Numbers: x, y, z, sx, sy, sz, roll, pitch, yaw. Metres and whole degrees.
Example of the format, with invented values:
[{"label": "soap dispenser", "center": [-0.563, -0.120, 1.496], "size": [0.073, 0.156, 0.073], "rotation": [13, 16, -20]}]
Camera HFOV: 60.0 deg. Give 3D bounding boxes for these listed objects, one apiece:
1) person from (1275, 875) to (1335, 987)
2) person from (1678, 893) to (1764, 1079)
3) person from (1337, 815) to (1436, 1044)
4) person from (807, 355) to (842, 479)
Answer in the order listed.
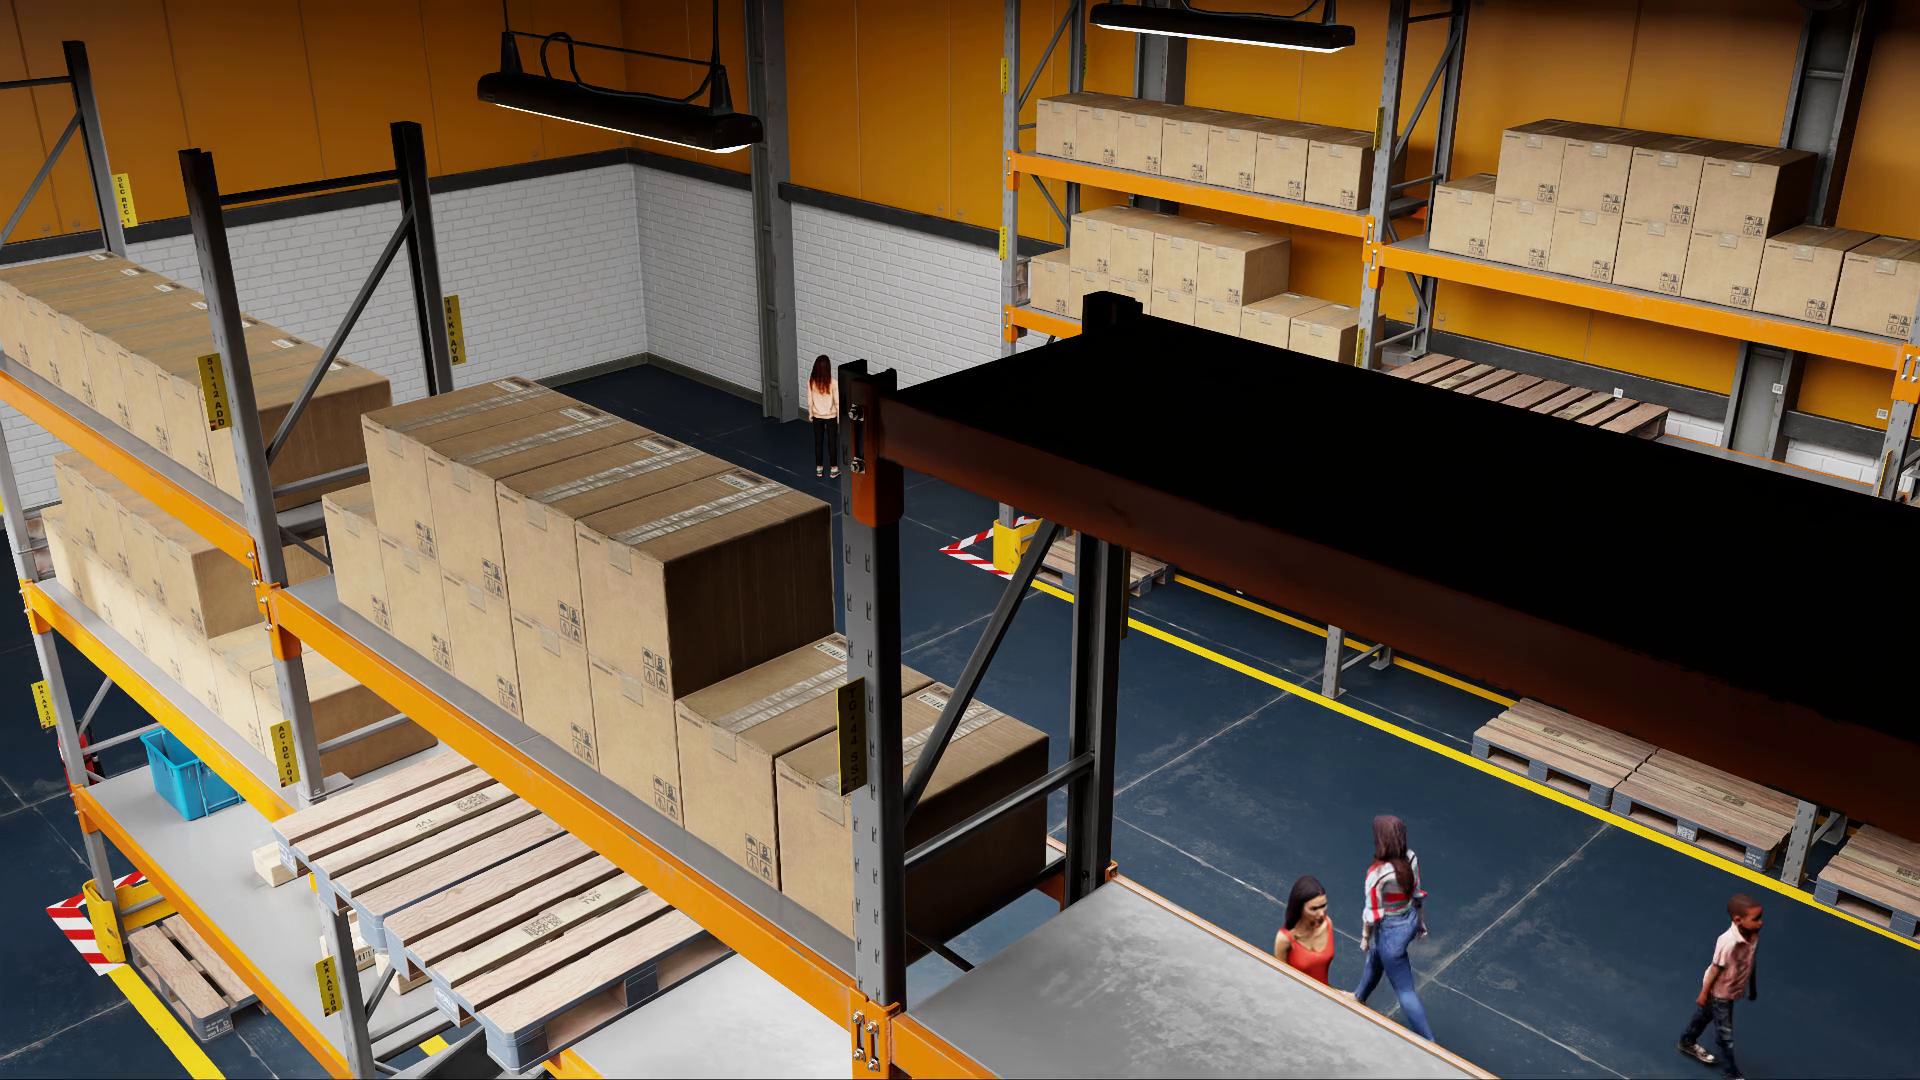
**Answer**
[{"label": "person", "center": [1.975, 2.712, 9.701], "size": [0.618, 1.719, 0.574], "rotation": [-16, 28, -32]}, {"label": "person", "center": [4.645, 2.714, 10.243], "size": [0.574, 1.282, 0.846], "rotation": [-17, 29, -34]}, {"label": "person", "center": [2.786, 2.498, 10.388], "size": [0.644, 1.562, 1.086], "rotation": [-19, 30, -37]}, {"label": "person", "center": [-1.593, -1.467, 19.555], "size": [0.603, 1.484, 0.710], "rotation": [6, 24, 12]}]
